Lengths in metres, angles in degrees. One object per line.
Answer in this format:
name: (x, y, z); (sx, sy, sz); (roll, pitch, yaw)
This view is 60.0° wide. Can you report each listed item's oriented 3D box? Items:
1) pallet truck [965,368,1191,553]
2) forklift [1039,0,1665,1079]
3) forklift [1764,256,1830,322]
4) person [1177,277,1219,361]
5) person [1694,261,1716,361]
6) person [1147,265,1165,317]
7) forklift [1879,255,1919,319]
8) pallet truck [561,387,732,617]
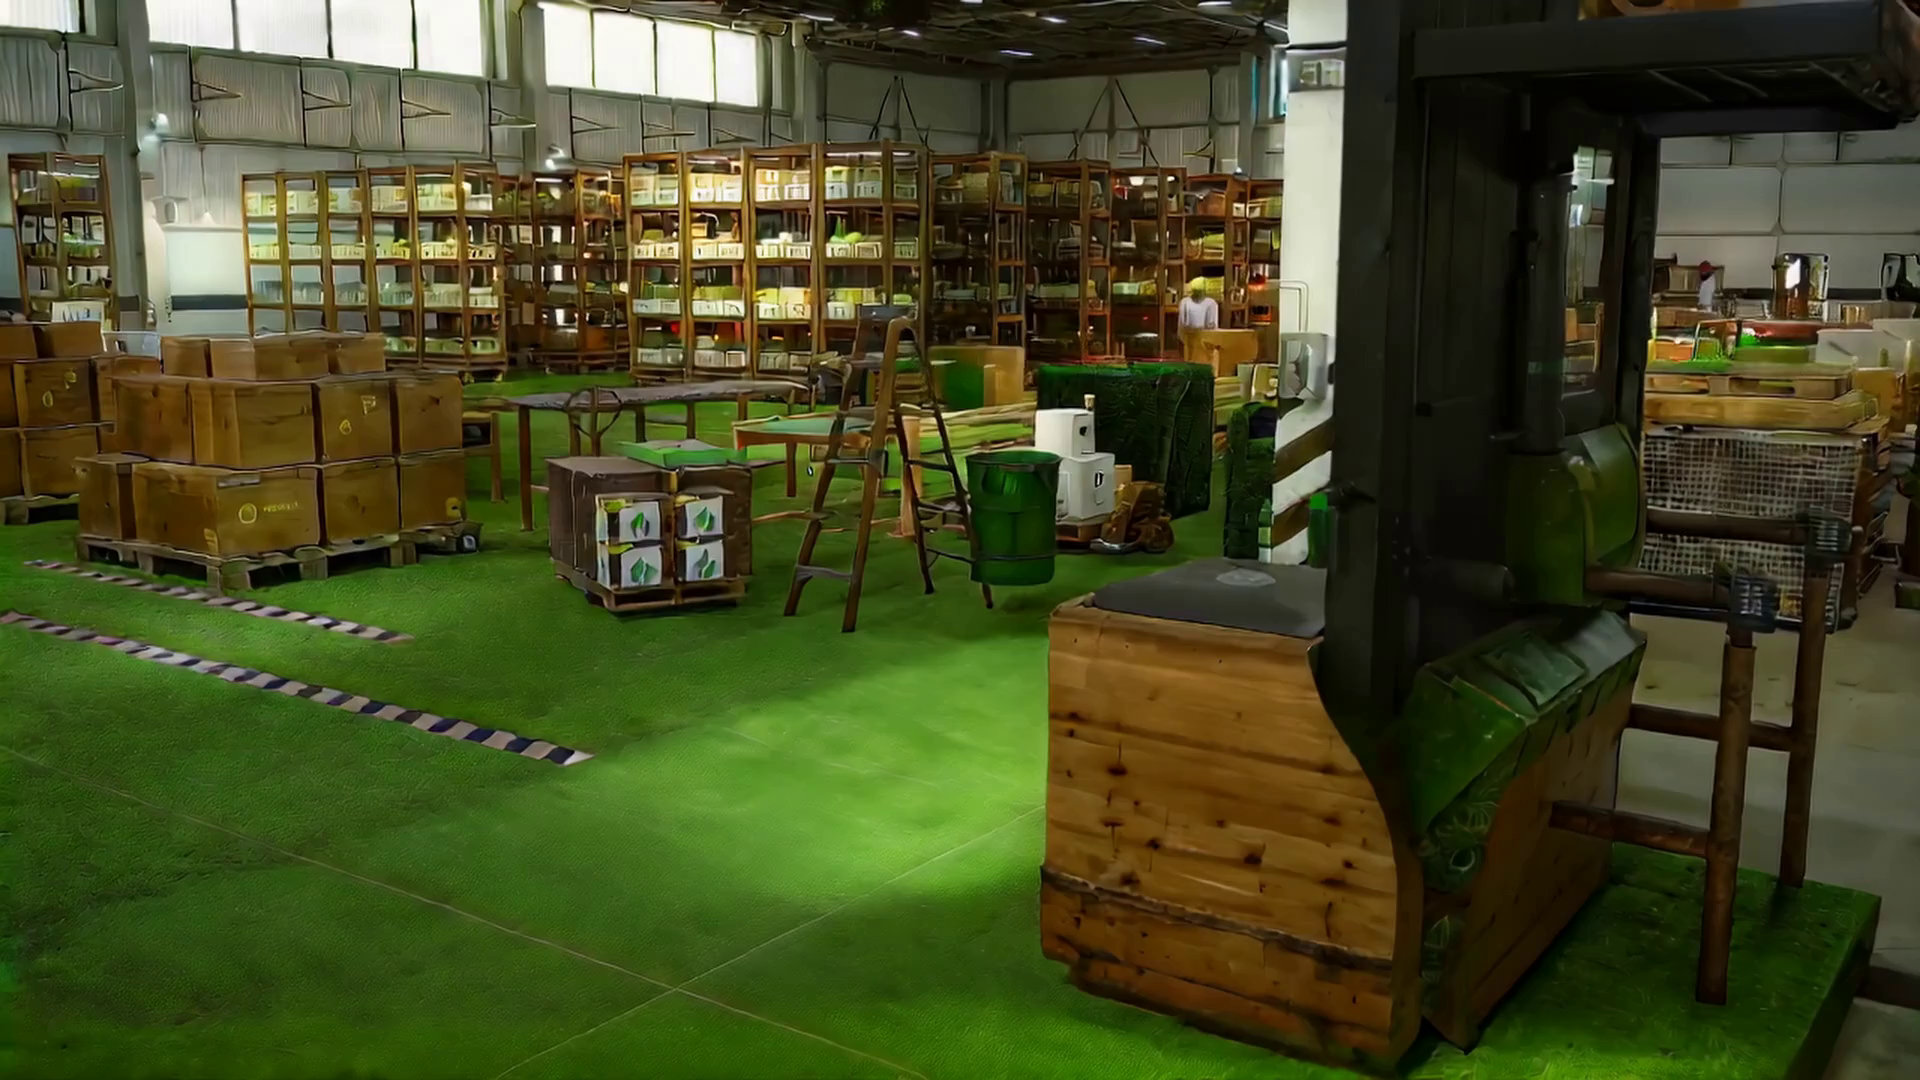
pallet truck: (0.845, -0.609, 11.869); (1.630, 1.274, 0.653); (7, 12, 35)
forklift: (1.249, -0.137, 4.360); (1.873, 2.768, 1.129); (7, 12, 35)
forklift: (20.253, -5.854, 40.139); (1.157, 1.987, 2.680); (7, 12, 35)
person: (3.419, -2.883, 23.972); (0.617, 1.776, 0.937); (3, 10, 16)
person: (14.909, -4.579, 33.365); (0.523, 2.016, 0.646); (2, 10, 13)
person: (4.373, -5.407, 38.596); (1.050, 1.939, 0.623); (5, 11, 30)
forklift: (22.089, -5.634, 38.796); (1.157, 1.987, 2.680); (6, 11, 33)
pallet truck: (-1.981, -0.274, 10.088); (0.680, 1.201, 1.601); (-5, 11, -28)
